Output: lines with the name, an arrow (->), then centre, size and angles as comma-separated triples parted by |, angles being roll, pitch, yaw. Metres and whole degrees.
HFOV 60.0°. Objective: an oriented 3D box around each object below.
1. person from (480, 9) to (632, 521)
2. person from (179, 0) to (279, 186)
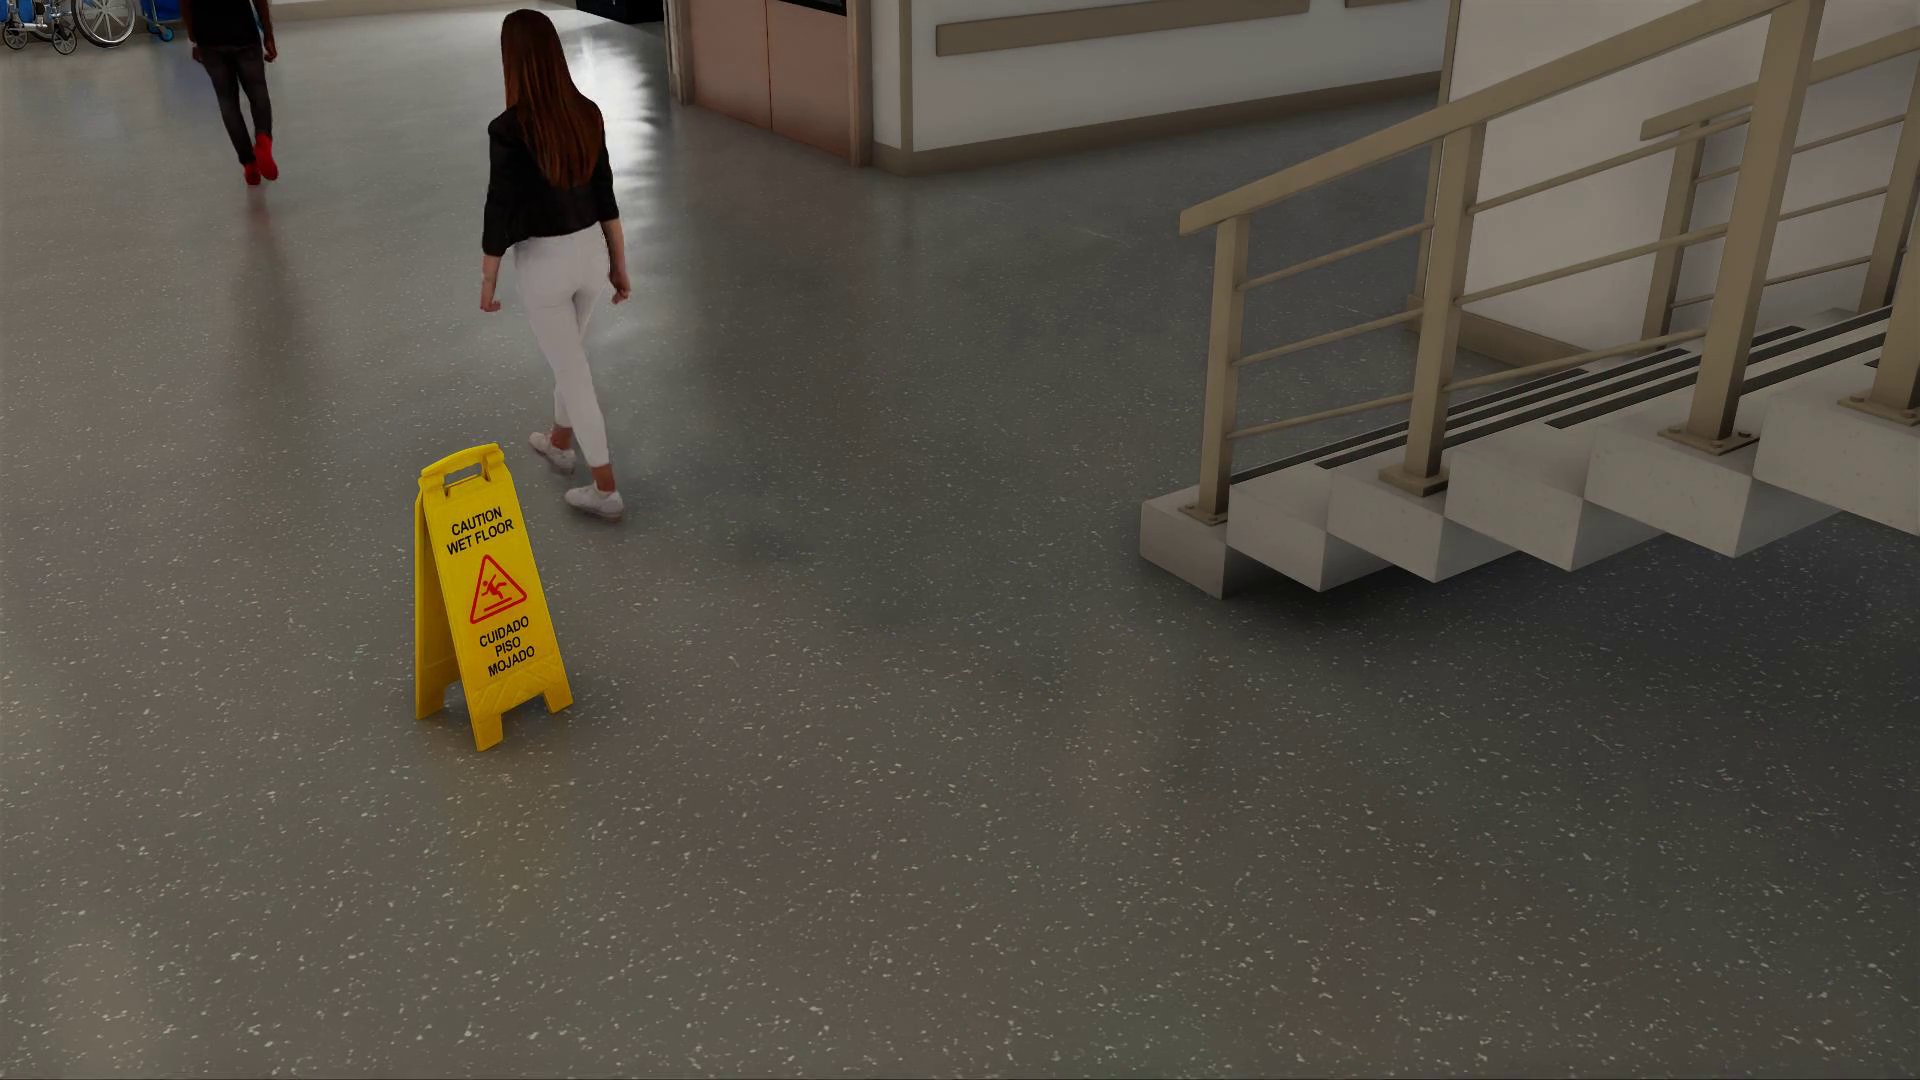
person -> -1.273, -0.870, 5.551 | 0.987, 1.680, 0.775 | 20, 32, 35
person -> -4.287, -2.937, 9.709 | 0.761, 1.791, 0.947 | -9, 27, -18
